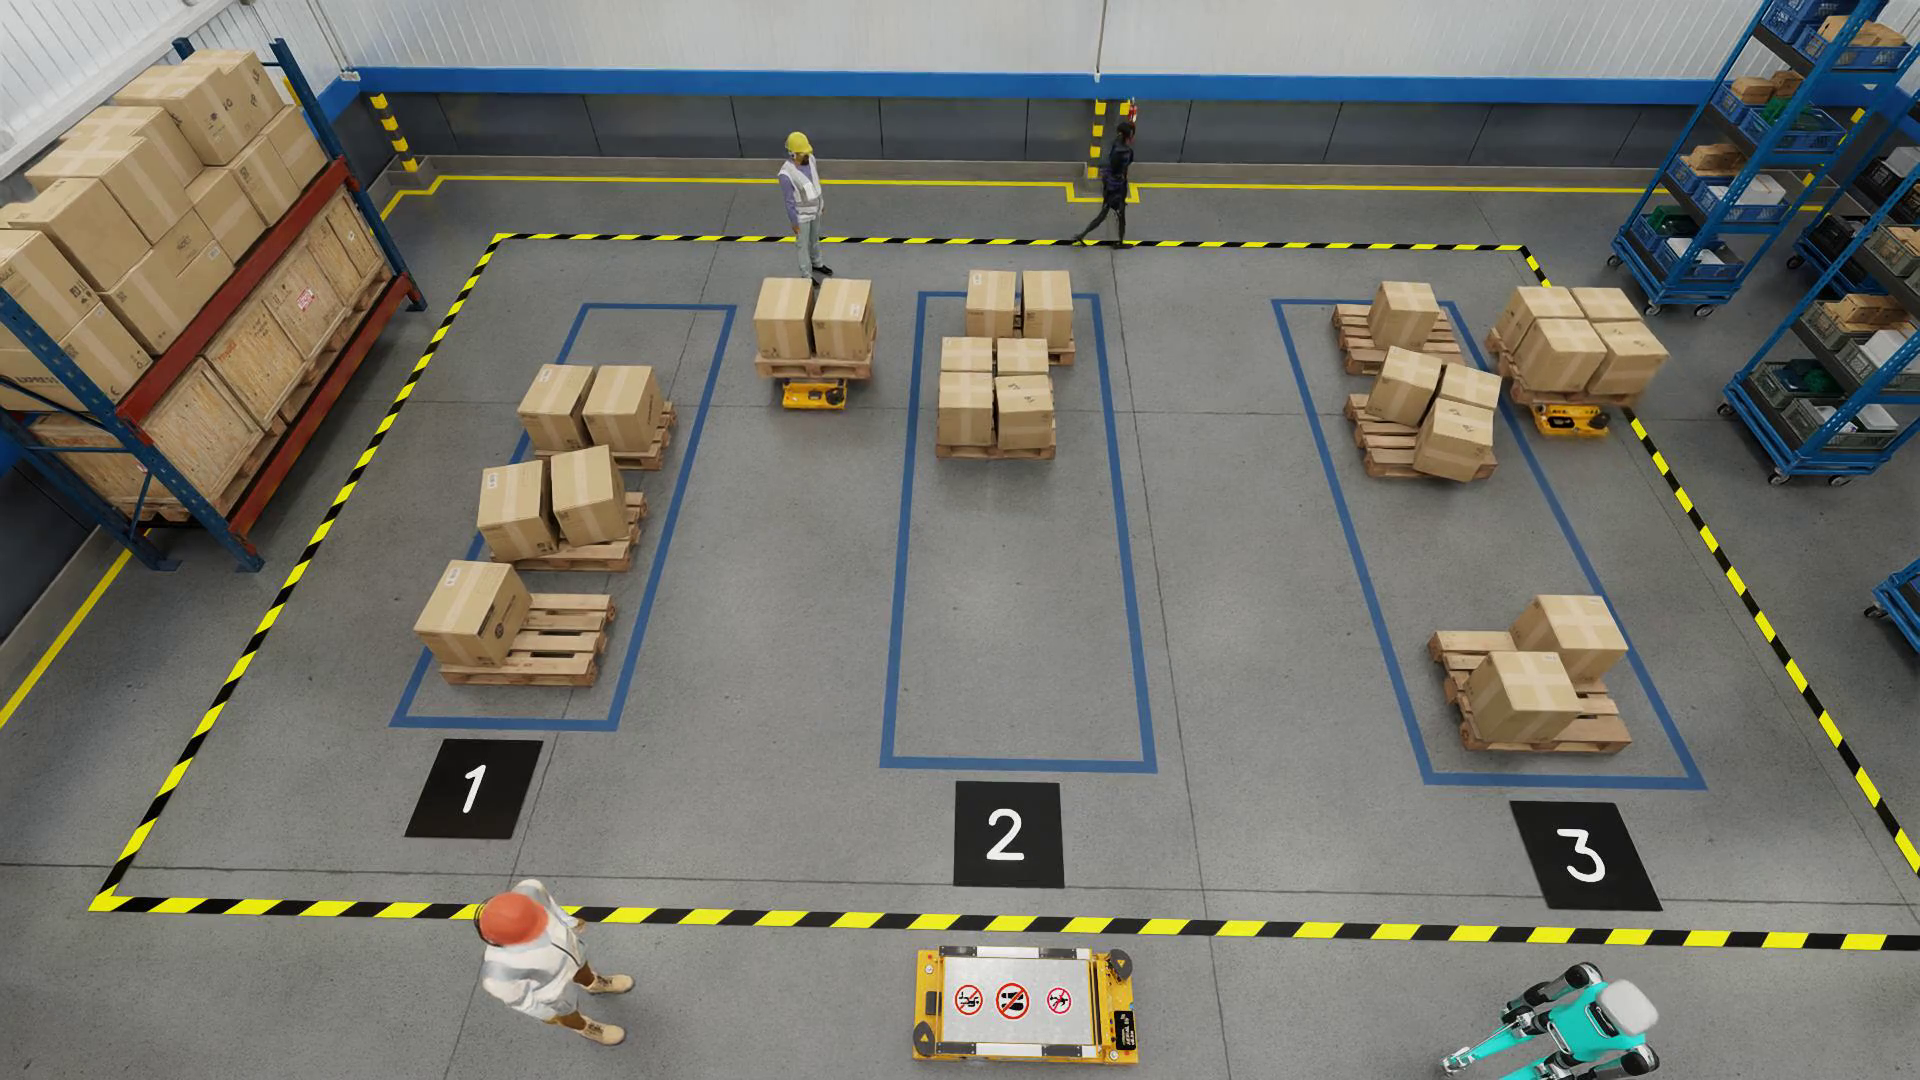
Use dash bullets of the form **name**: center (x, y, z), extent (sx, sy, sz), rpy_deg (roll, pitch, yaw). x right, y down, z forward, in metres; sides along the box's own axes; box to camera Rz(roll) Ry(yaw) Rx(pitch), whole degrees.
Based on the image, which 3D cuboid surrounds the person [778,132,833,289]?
- **person**: center (-1.768, -3.801, 10.573), extent (0.404, 1.835, 0.585), rpy_deg (22, 54, 17)

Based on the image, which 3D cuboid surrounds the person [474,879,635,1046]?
- **person**: center (-2.328, 2.469, 5.337), extent (0.406, 2.030, 0.608), rpy_deg (0, 51, 0)

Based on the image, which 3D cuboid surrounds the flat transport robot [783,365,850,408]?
- **flat transport robot**: center (-1.536, -2.003, 10.100), extent (0.652, 0.197, 1.431), rpy_deg (1, 51, 1)

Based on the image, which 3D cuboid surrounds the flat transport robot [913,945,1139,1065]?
- **flat transport robot**: center (0.422, 3.041, 6.007), extent (1.431, 0.231, 0.659), rpy_deg (1, 51, 1)

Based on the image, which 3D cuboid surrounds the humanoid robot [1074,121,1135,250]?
- **humanoid robot**: center (1.824, -4.245, 11.071), extent (0.741, 1.654, 0.608), rpy_deg (-7, 51, -6)

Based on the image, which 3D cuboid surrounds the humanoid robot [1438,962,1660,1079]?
- **humanoid robot**: center (3.108, 2.870, 5.110), extent (0.735, 1.681, 0.533), rpy_deg (-12, 52, -10)

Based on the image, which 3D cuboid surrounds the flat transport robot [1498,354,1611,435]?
- **flat transport robot**: center (6.357, -1.701, 9.854), extent (0.652, 0.197, 1.431), rpy_deg (1, 51, 1)
